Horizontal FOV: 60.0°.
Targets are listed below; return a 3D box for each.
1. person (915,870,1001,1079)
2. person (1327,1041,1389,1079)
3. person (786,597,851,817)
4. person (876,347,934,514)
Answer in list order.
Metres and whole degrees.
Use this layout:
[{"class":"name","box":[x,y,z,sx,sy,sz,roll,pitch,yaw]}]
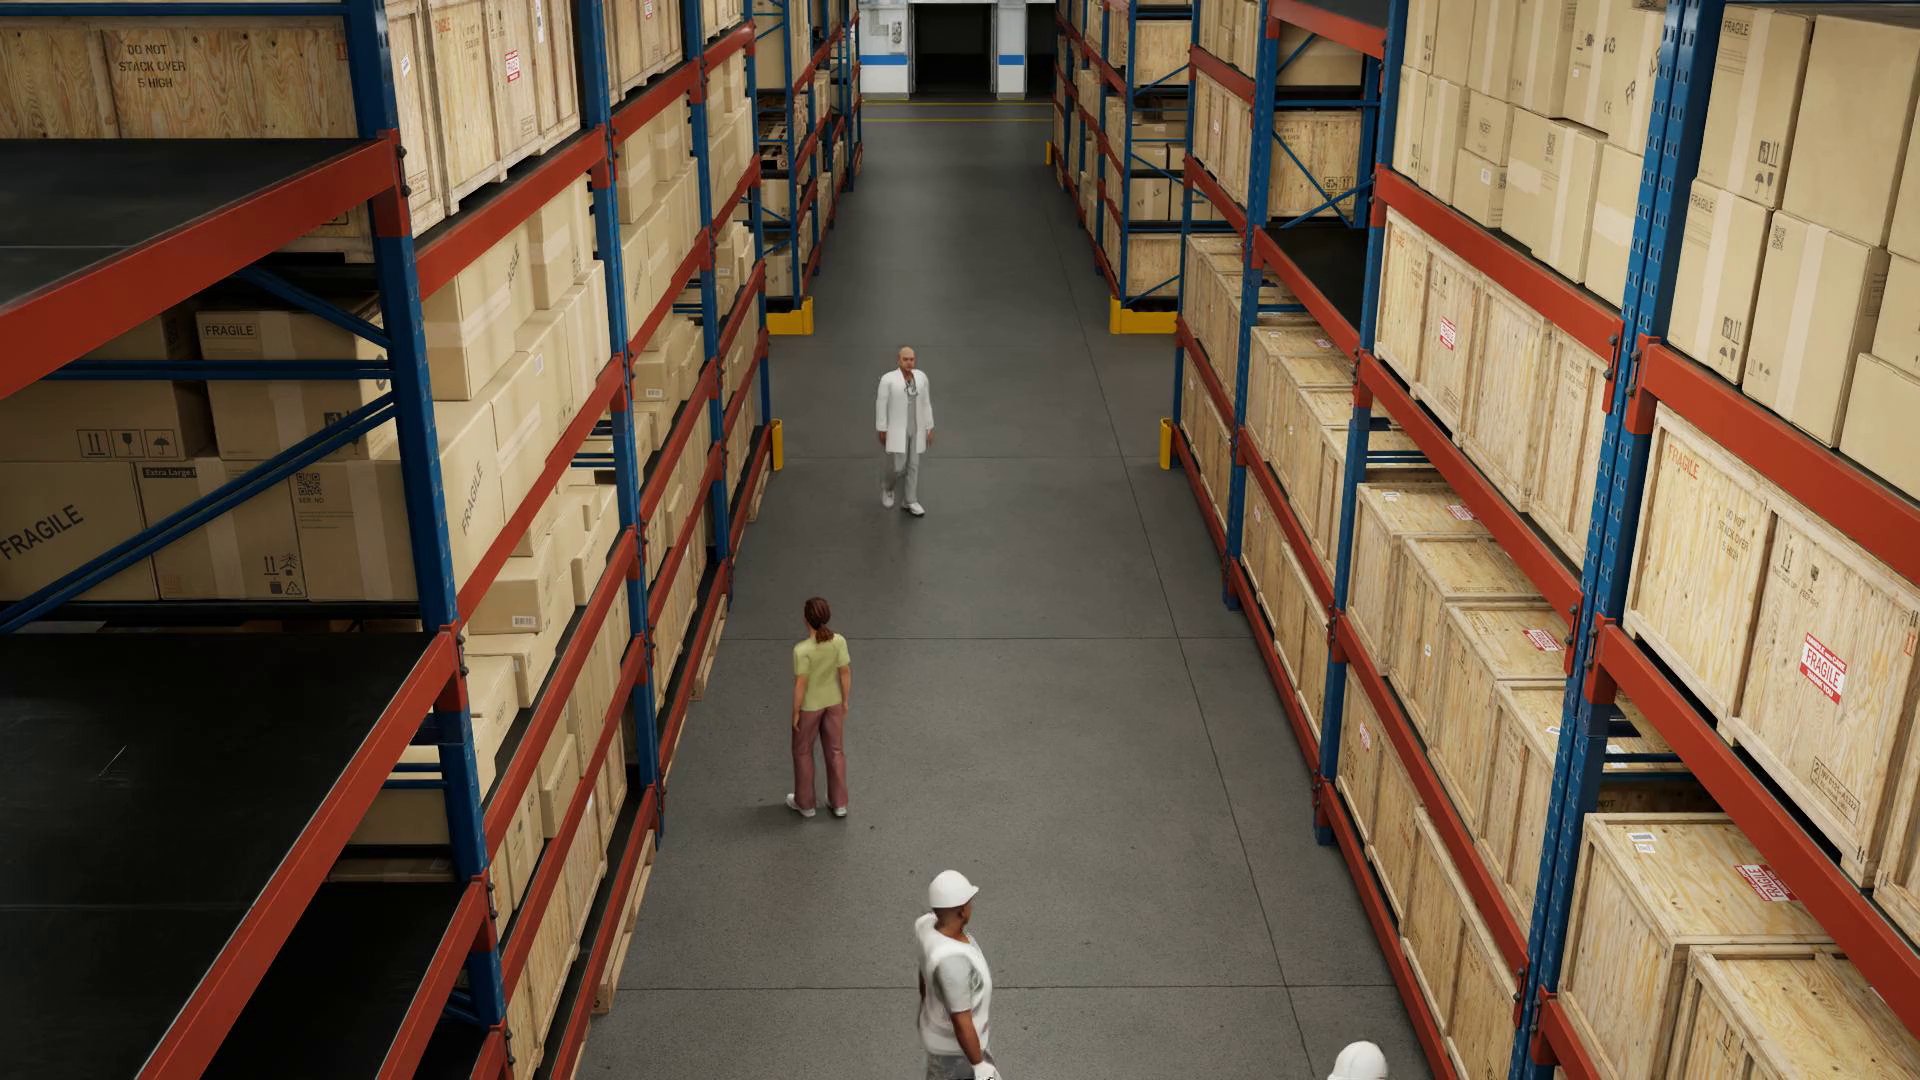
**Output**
[{"class":"person","box":[0.043,2.466,8.261,0.853,1.746,0.692,-1,22,-2]},{"class":"person","box":[1.756,2.894,7.157,0.618,1.767,0.672,-2,22,-5]},{"class":"person","box":[-0.994,1.169,11.658,0.439,1.660,0.365,-14,26,-32]},{"class":"person","box":[-0.578,-1.147,17.343,0.603,1.778,0.566,-11,24,-27]}]
